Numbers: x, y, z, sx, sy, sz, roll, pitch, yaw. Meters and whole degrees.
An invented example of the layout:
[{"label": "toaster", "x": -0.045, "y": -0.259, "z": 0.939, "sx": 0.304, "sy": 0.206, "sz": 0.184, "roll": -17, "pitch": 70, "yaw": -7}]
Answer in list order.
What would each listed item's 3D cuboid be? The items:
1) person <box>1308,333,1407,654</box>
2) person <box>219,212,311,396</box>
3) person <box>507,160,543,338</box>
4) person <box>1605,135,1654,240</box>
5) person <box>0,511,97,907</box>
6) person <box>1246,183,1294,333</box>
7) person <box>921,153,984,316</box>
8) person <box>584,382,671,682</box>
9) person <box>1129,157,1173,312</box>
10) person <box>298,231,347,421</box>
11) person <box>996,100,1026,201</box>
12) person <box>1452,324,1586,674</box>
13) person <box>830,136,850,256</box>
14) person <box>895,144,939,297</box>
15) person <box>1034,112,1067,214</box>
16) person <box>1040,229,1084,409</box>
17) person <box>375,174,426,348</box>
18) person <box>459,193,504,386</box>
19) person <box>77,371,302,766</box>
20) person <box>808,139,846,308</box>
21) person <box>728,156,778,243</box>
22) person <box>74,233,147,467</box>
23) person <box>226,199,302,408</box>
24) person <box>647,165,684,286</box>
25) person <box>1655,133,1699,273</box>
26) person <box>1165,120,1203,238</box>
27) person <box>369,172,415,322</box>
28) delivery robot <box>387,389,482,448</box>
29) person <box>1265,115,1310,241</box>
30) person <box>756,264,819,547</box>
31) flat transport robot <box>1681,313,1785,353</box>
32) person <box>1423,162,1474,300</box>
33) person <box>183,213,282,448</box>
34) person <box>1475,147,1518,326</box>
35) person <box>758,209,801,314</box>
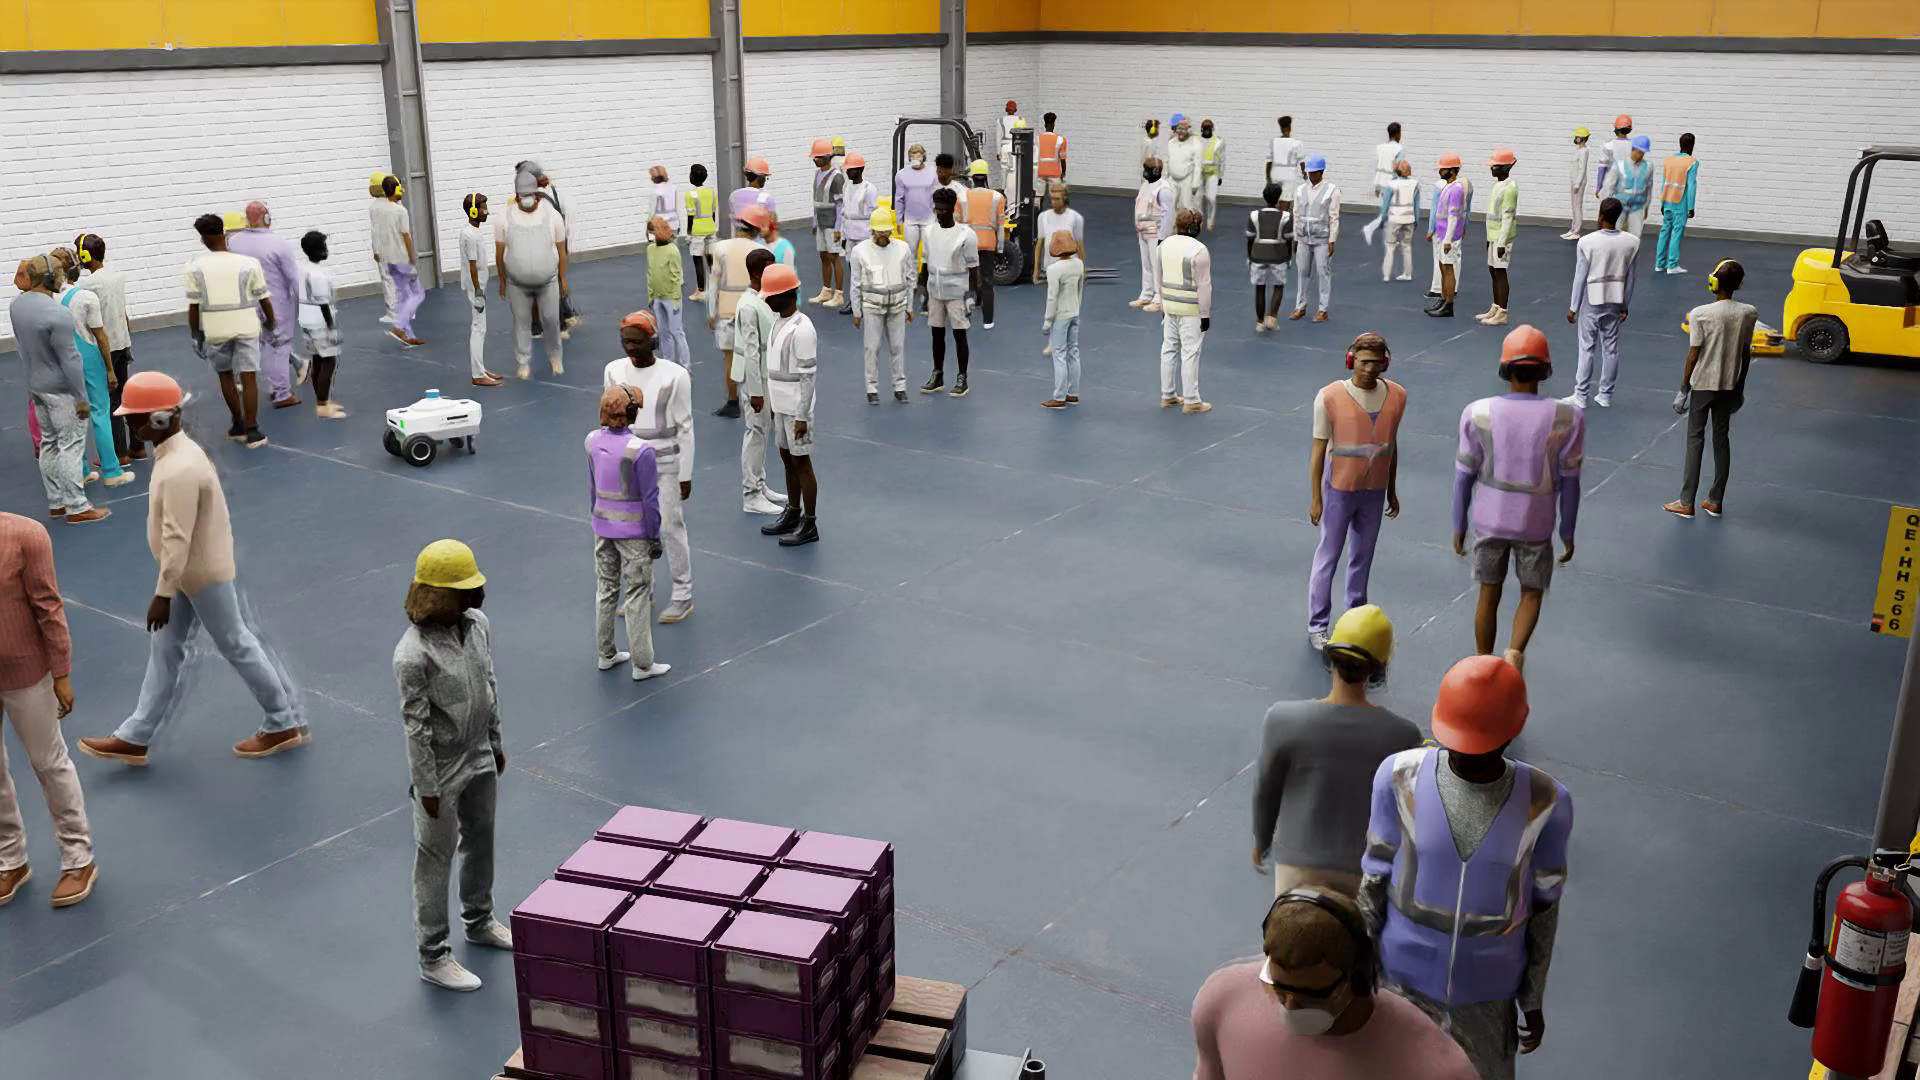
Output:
[{"label": "person", "x": 2.228, "y": -0.274, "z": 9.434, "sx": 0.572, "sy": 1.840, "sz": 0.373, "roll": -6, "pitch": 19, "yaw": -19}, {"label": "person", "x": -6.698, "y": -2.245, "z": 15.787, "sx": 0.786, "sy": 1.735, "sz": 0.526, "roll": -14, "pitch": 22, "yaw": -37}, {"label": "person", "x": -4.757, "y": -3.234, "z": 18.526, "sx": 0.625, "sy": 1.949, "sz": 0.413, "roll": -16, "pitch": 24, "yaw": -41}, {"label": "person", "x": 9.055, "y": -4.509, "z": 22.565, "sx": 0.668, "sy": 1.917, "sz": 0.443, "roll": 1, "pitch": 18, "yaw": 3}, {"label": "person", "x": -3.885, "y": 0.543, "z": 6.665, "sx": 0.626, "sy": 1.980, "sz": 0.411, "roll": -2, "pitch": 18, "yaw": -7}, {"label": "person", "x": 3.468, "y": -3.144, "z": 18.666, "sx": 0.536, "sy": 1.691, "sz": 0.368, "roll": 5, "pitch": 18, "yaw": 15}, {"label": "person", "x": -0.060, "y": -3.635, "z": 19.803, "sx": 0.726, "sy": 1.938, "sz": 0.628, "roll": -13, "pitch": 22, "yaw": -36}, {"label": "person", "x": -1.825, "y": -0.041, "z": 9.054, "sx": 0.513, "sy": 1.631, "sz": 0.318, "roll": 12, "pitch": 21, "yaw": 34}, {"label": "person", "x": 2.327, "y": -3.704, "z": 20.164, "sx": 0.430, "sy": 1.845, "sz": 0.624, "roll": -6, "pitch": 19, "yaw": -19}, {"label": "person", "x": -5.716, "y": -1.907, "z": 14.827, "sx": 0.364, "sy": 1.673, "sz": 0.558, "roll": -13, "pitch": 22, "yaw": -36}, {"label": "person", "x": 0.973, "y": -7.394, "z": 31.641, "sx": 0.576, "sy": 1.882, "sz": 0.355, "roll": 0, "pitch": 18, "yaw": -1}, {"label": "person", "x": 2.841, "y": -0.088, "z": 8.557, "sx": 0.627, "sy": 2.023, "sz": 0.532, "roll": 7, "pitch": 19, "yaw": 21}, {"label": "person", "x": -1.823, "y": -5.102, "z": 24.699, "sx": 0.489, "sy": 1.741, "sz": 0.322, "roll": 11, "pitch": 21, "yaw": 32}, {"label": "person", "x": -0.516, "y": -4.041, "z": 21.086, "sx": 0.636, "sy": 1.930, "sz": 0.382, "roll": 4, "pitch": 18, "yaw": 11}, {"label": "person", "x": 1.431, "y": -5.922, "z": 26.927, "sx": 0.598, "sy": 1.958, "sz": 0.388, "roll": 2, "pitch": 18, "yaw": 7}, {"label": "person", "x": 0.941, "y": -2.023, "z": 15.239, "sx": 0.287, "sy": 1.635, "sz": 0.499, "roll": 14, "pitch": 22, "yaw": 37}, {"label": "person", "x": -6.017, "y": -2.976, "z": 17.866, "sx": 0.533, "sy": 1.852, "sz": 0.475, "roll": 11, "pitch": 21, "yaw": 31}, {"label": "person", "x": -4.665, "y": -2.420, "z": 16.125, "sx": 0.324, "sy": 1.861, "sz": 0.510, "roll": -6, "pitch": 19, "yaw": -18}, {"label": "person", "x": -3.720, "y": 0.172, "z": 7.863, "sx": 1.008, "sy": 1.937, "sz": 0.629, "roll": -11, "pitch": 21, "yaw": -30}, {"label": "person", "x": -1.642, "y": -3.866, "z": 20.357, "sx": 0.393, "sy": 2.036, "sz": 0.605, "roll": -12, "pitch": 21, "yaw": -33}, {"label": "person", "x": -2.209, "y": -3.140, "z": 18.110, "sx": 0.613, "sy": 2.028, "sz": 0.409, "roll": 11, "pitch": 21, "yaw": 30}, {"label": "person", "x": -6.817, "y": -1.511, "z": 13.290, "sx": 0.351, "sy": 1.856, "sz": 0.519, "roll": 1, "pitch": 18, "yaw": 4}, {"label": "person", "x": -6.275, "y": -2.189, "z": 15.336, "sx": 0.680, "sy": 1.890, "sz": 0.643, "roll": 5, "pitch": 18, "yaw": 15}, {"label": "person", "x": -3.834, "y": -4.049, "z": 21.607, "sx": 0.386, "sy": 1.617, "sz": 0.557, "roll": 10, "pitch": 20, "yaw": 29}, {"label": "person", "x": 9.937, "y": -4.666, "z": 23.067, "sx": 0.401, "sy": 1.911, "sz": 0.590, "roll": -6, "pitch": 19, "yaw": -19}, {"label": "person", "x": 3.426, "y": -5.584, "z": 25.964, "sx": 0.691, "sy": 1.886, "sz": 0.769, "roll": 14, "pitch": 22, "yaw": 36}, {"label": "person", "x": -6.698, "y": -3.423, "z": 19.464, "sx": 0.322, "sy": 1.737, "sz": 0.488, "roll": 9, "pitch": 20, "yaw": 26}, {"label": "delivery robot", "x": -4.285, "y": -0.986, "z": 13.592, "sx": 0.707, "sy": 0.478, "sz": 0.477, "roll": -14, "pitch": 22, "yaw": -36}, {"label": "person", "x": 5.171, "y": -5.698, "z": 26.236, "sx": 0.714, "sy": 1.936, "sz": 0.586, "roll": 14, "pitch": 23, "yaw": 38}, {"label": "person", "x": -1.171, "y": -0.914, "z": 11.299, "sx": 0.374, "sy": 1.928, "sz": 0.543, "roll": -9, "pitch": 20, "yaw": -26}, {"label": "flat transport robot", "x": 8.479, "y": -2.286, "z": 18.265, "sx": 0.652, "sy": 0.197, "sz": 1.431, "roll": 2, "pitch": 18, "yaw": 6}, {"label": "person", "x": 6.134, "y": -3.942, "z": 20.937, "sx": 0.586, "sy": 1.825, "sz": 0.403, "roll": -7, "pitch": 19, "yaw": -21}, {"label": "person", "x": -6.041, "y": -1.750, "z": 13.887, "sx": 0.699, "sy": 1.941, "sz": 0.549, "roll": -6, "pitch": 19, "yaw": -17}, {"label": "person", "x": 6.200, "y": -3.502, "z": 19.225, "sx": 0.409, "sy": 2.036, "sz": 0.608, "roll": 1, "pitch": 18, "yaw": 3}, {"label": "person", "x": -1.680, "y": -2.152, "z": 15.374, "sx": 0.675, "sy": 1.810, "sz": 0.599, "roll": -17, "pitch": 24, "yaw": -42}]
